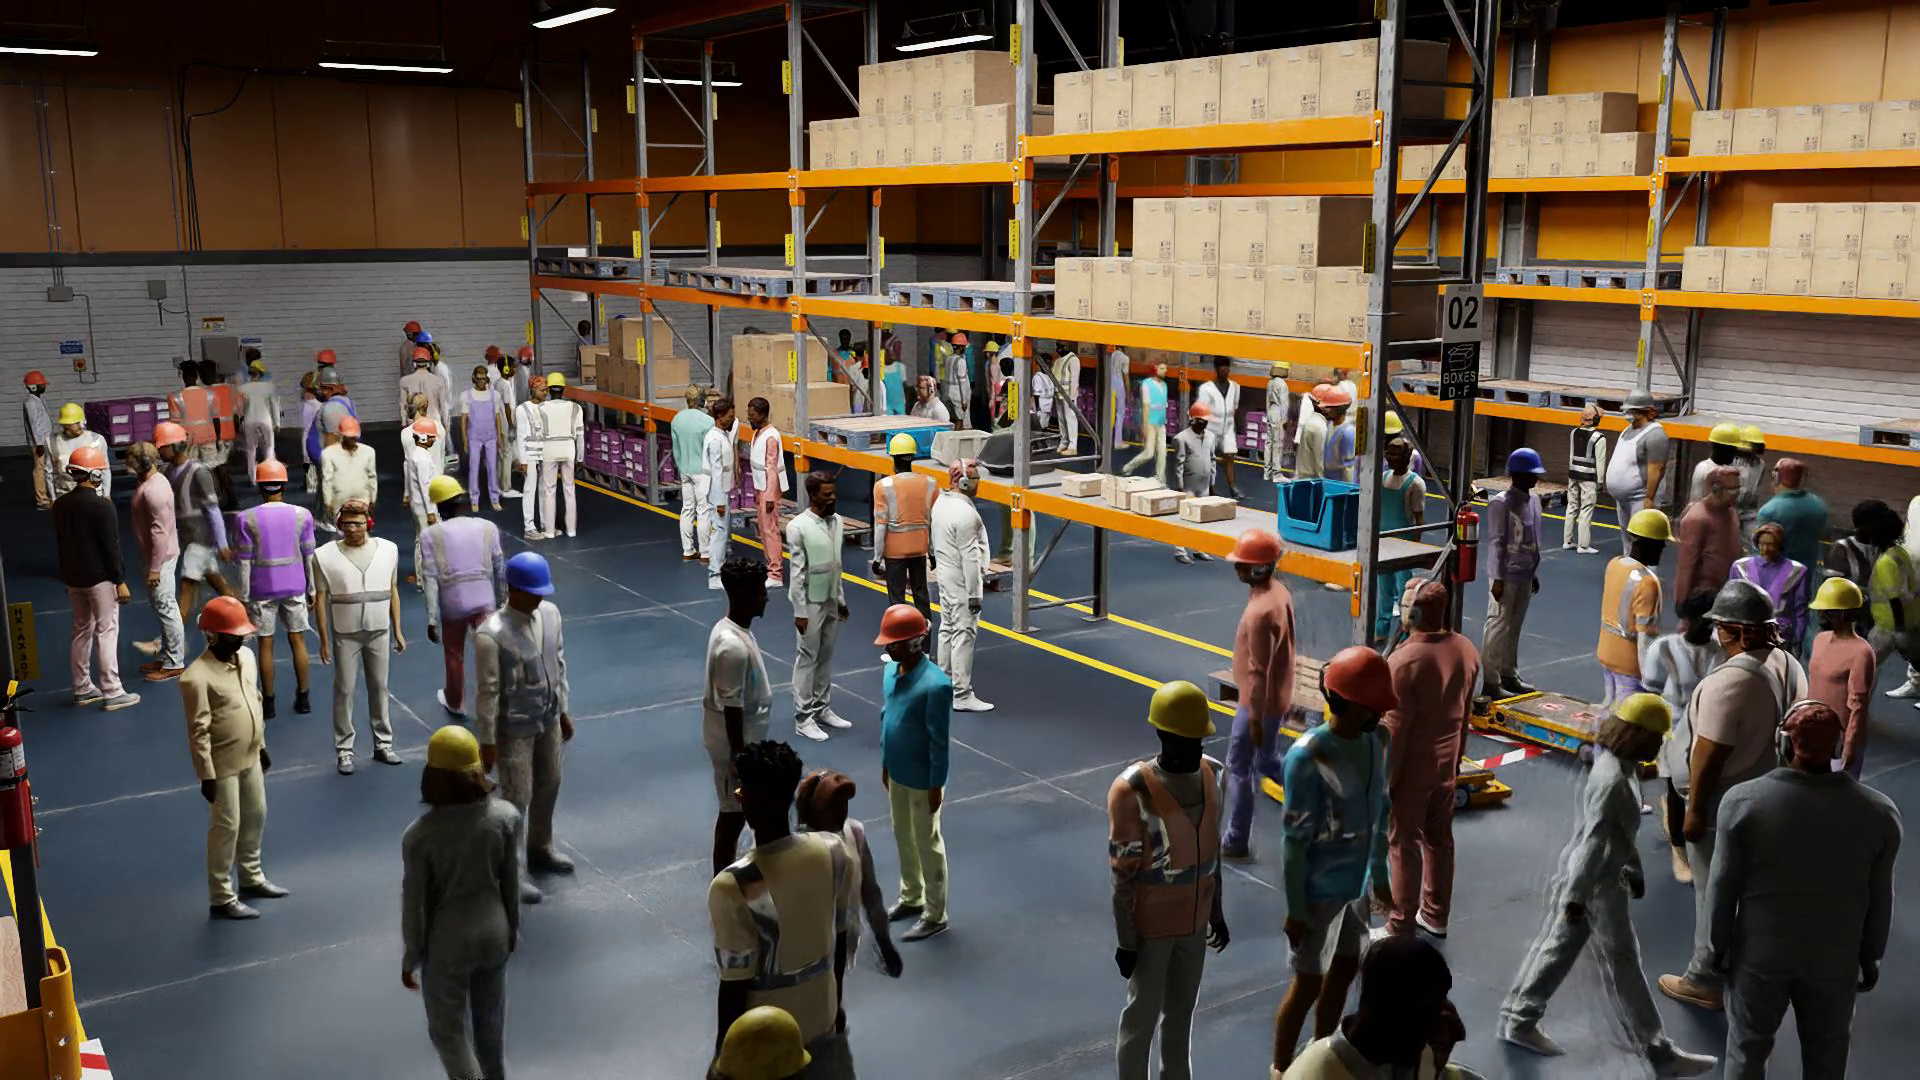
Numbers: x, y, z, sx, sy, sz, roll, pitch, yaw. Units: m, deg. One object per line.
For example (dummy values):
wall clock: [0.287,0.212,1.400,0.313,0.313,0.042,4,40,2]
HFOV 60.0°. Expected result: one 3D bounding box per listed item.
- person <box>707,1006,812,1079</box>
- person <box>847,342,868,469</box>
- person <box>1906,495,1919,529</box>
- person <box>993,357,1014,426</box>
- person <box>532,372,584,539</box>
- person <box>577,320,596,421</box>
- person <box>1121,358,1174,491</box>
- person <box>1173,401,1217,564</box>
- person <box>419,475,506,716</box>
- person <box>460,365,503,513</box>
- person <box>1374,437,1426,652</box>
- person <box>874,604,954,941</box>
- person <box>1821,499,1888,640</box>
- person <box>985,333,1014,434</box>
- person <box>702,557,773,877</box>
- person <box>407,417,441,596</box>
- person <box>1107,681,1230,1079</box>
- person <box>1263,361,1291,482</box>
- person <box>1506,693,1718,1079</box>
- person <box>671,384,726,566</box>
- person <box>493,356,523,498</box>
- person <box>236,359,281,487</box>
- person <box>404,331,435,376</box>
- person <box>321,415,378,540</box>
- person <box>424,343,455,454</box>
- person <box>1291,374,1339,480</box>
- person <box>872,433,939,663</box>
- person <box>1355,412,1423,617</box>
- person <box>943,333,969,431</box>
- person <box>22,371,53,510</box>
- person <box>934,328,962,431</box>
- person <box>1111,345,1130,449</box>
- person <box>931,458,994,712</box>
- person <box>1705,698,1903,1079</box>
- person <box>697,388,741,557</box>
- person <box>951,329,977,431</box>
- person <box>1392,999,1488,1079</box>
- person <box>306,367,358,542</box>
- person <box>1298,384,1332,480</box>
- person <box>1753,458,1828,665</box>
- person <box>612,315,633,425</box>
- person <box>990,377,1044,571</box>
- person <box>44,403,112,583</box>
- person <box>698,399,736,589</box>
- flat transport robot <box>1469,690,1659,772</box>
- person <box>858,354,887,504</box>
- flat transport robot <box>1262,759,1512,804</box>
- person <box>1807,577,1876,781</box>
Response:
person: [-0.520,2.025,4.296,0.490,1.730,0.324,7,13,30]
person: [-1.470,-1.969,24.388,0.327,1.865,0.520,10,15,42]
person: [8.205,0.160,13.940,0.536,1.691,0.320,3,12,17]
person: [0.688,-1.764,23.775,0.532,1.693,0.319,-9,14,-39]
person: [-4.624,-0.968,19.149,0.589,1.912,0.398,-6,13,-28]
person: [-6.350,-2.801,28.470,0.368,1.933,0.627,3,12,17]
person: [2.541,-1.544,22.312,0.682,1.822,0.585,9,14,39]
person: [2.526,-0.614,17.753,0.566,1.744,0.350,-7,13,-33]
person: [-3.579,0.455,11.976,0.632,1.854,1.003,-7,13,-31]
person: [-5.969,-1.259,20.803,0.508,1.845,0.345,-6,13,-28]
person: [3.702,0.042,14.140,0.345,1.847,0.504,-7,13,-31]
person: [-0.263,1.181,8.588,0.352,1.738,0.573,-7,13,-33]
person: [6.432,0.519,12.080,0.683,1.704,0.502,-3,11,-14]
person: [0.684,-2.578,27.361,0.600,1.917,0.376,6,13,28]
person: [-1.159,1.048,8.719,0.376,1.960,0.607,-1,11,-7]
person: [-5.209,-0.328,16.274,0.330,1.748,0.560,-6,12,-27]
person: [0.839,1.482,6.560,0.588,1.927,0.370,-9,14,-38]
person: [4.455,-1.681,23.239,0.307,1.736,0.484,-4,12,-18]
person: [2.834,1.481,7.175,0.892,1.674,0.540,5,12,23]
person: [-2.780,-0.692,17.658,0.631,1.940,0.372,9,14,37]
person: [-5.976,-1.490,21.928,0.310,1.864,0.533,-6,13,-30]
person: [-9.633,-1.589,22.765,0.621,1.741,0.428,-4,12,-21]
person: [-8.172,-2.206,25.391,0.605,1.944,0.403,4,12,22]
person: [-6.265,-0.455,17.049,0.577,1.708,0.813,-7,13,-30]
person: [-7.653,-1.975,24.458,0.449,1.845,0.550,-3,11,-13]
person: [4.249,-1.120,20.207,0.399,1.808,0.734,-6,12,-27]
person: [-0.459,0.078,13.746,0.595,1.923,0.379,-6,12,-27]
person: [3.954,-0.230,15.357,0.633,1.916,0.419,1,11,6]
person: [-0.035,-2.172,25.251,0.387,1.930,0.544,-6,13,-29]
person: [-11.627,-1.261,21.042,0.329,1.751,0.567,-5,12,-25]
person: [-0.175,-2.777,28.401,0.589,1.915,0.426,-7,13,-33]
person: [2.522,-2.358,26.460,0.353,1.835,0.518,-8,14,-35]
person: [0.028,0.332,12.499,0.408,1.906,0.653,-4,12,-21]
person: [3.188,1.536,6.368,0.642,1.900,0.401,4,12,18]
person: [-2.670,-0.733,18.097,0.563,1.847,0.389,-3,11,-13]
person: [0.041,-2.741,28.389,0.430,1.845,0.619,-10,15,-41]
person: [1.251,2.022,4.562,0.526,1.606,0.767,-2,11,-9]
person: [-6.996,-0.917,18.543,0.538,2.000,0.695,-1,11,-4]
person: [3.691,-0.621,17.178,0.408,1.986,0.615,0,11,1]
person: [6.363,0.314,12.710,0.660,1.871,0.820,-3,12,-16]
person: [-6.055,-3.026,29.586,0.402,1.944,0.605,-4,12,-19]
person: [0.541,-0.680,17.332,0.536,2.000,0.683,-7,13,-31]
person: [-8.929,-0.480,16.868,0.591,1.823,0.404,-6,12,-27]
person: [-2.388,-0.456,16.539,0.410,1.908,0.598,-1,11,-3]
flat transport robot: [4.331,1.313,11.675,0.652,0.197,1.431,-7,13,-33]
person: [-1.121,-1.435,21.504,0.387,1.926,0.543,1,11,4]
flat transport robot: [2.712,1.528,10.573,1.431,0.197,0.652,-4,12,-19]
person: [4.763,1.070,9.110,0.330,1.760,0.519,0,11,-3]
